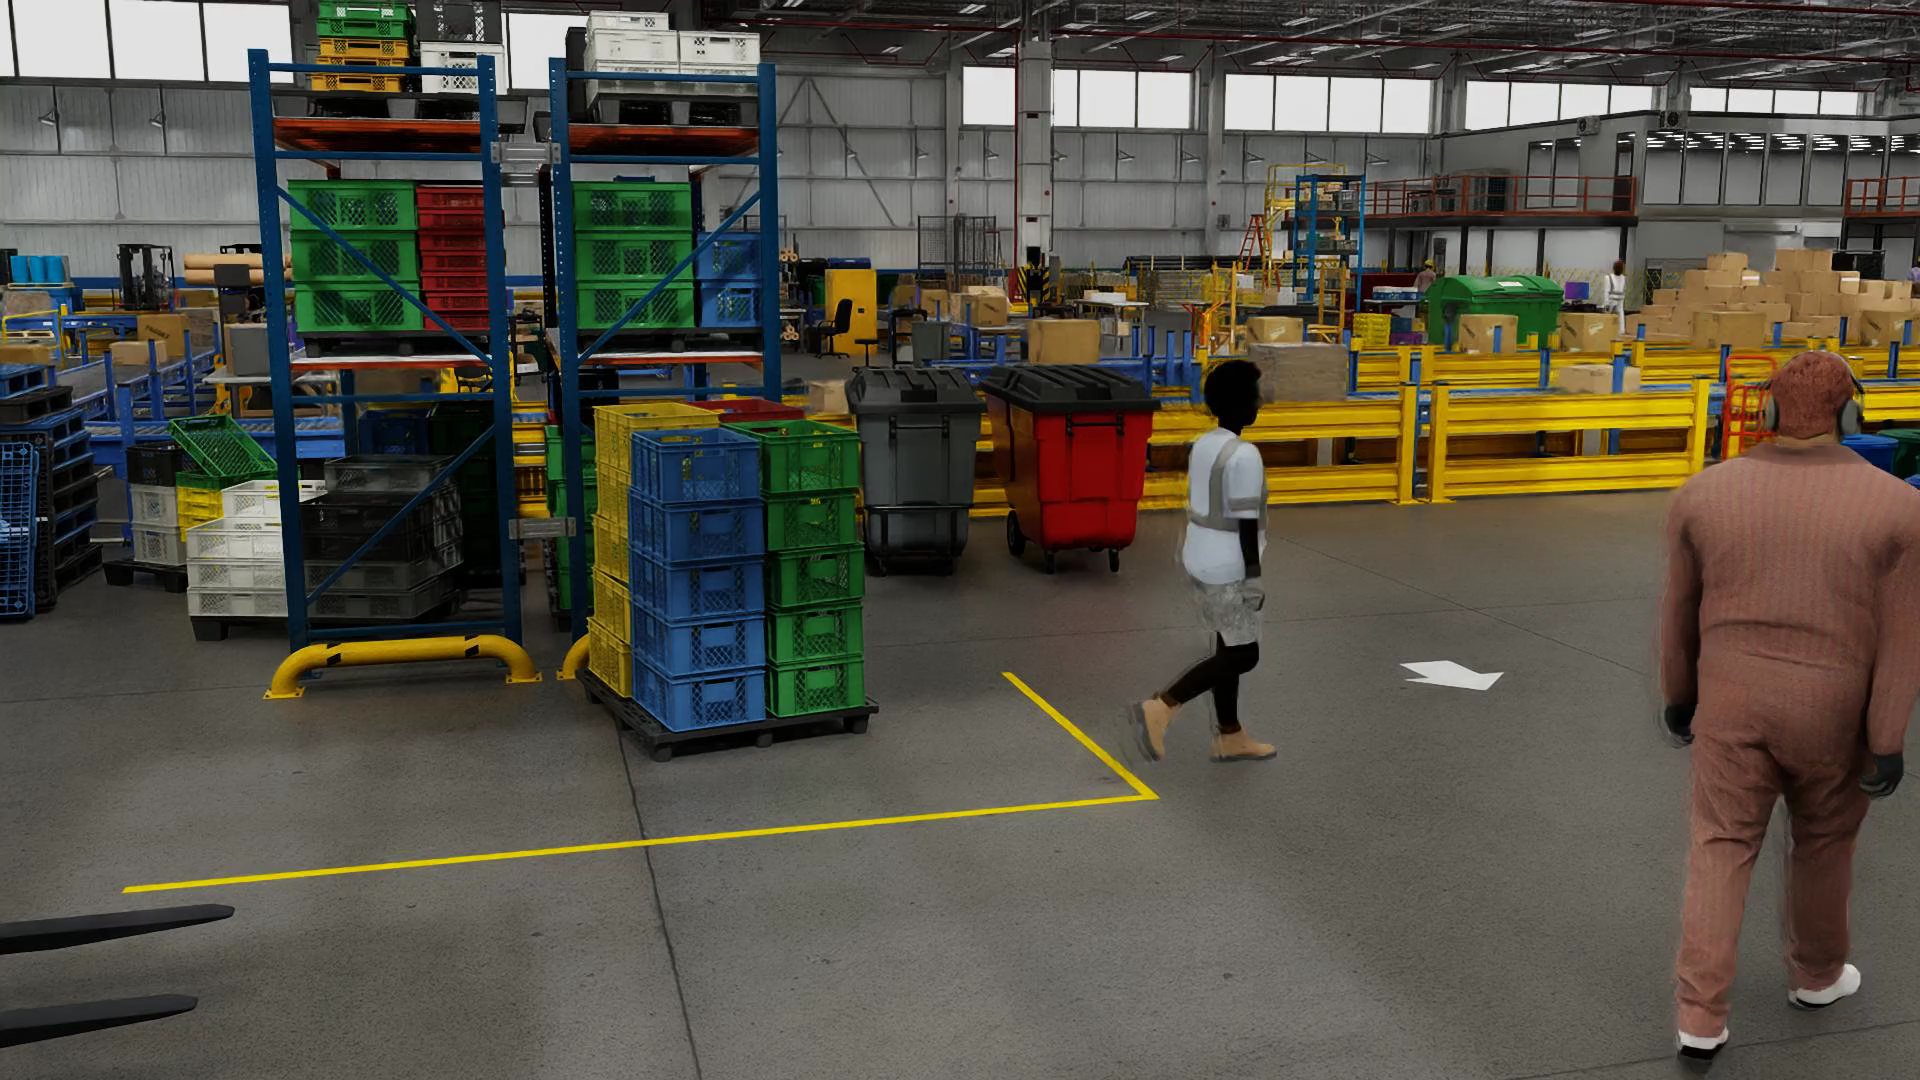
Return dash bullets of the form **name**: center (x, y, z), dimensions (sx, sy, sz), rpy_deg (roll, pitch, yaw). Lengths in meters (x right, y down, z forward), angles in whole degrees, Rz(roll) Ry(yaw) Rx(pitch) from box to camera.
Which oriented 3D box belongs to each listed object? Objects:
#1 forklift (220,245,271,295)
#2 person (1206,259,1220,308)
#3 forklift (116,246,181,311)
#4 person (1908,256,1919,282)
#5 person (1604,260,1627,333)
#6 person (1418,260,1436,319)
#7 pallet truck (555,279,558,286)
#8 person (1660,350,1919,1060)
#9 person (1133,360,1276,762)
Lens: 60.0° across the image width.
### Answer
- **forklift**: center (-17.749, -6.334, 41.440), dimensions (1.157, 1.987, 2.680), rpy_deg (-3, 10, -17)
- **person**: center (5.330, -4.998, 35.165), dimensions (0.334, 1.859, 0.534), rpy_deg (0, 10, -3)
- **forklift**: center (-19.966, -6.232, 40.894), dimensions (1.157, 1.987, 2.680), rpy_deg (-3, 10, -15)
- **person**: center (24.423, -6.297, 42.313), dimensions (0.594, 1.922, 0.375), rpy_deg (4, 11, 20)
- **person**: center (13.967, -5.050, 35.550), dimensions (0.583, 1.837, 0.999), rpy_deg (-2, 10, -12)
- **person**: center (12.708, -6.731, 45.222), dimensions (0.533, 1.767, 0.324), rpy_deg (9, 13, 41)
- **pallet truck**: center (-10.604, -6.375, 44.520), dimensions (0.653, 1.274, 1.630), rpy_deg (-3, 10, -15)
- **person**: center (2.190, 0.427, 4.431), dimensions (0.653, 1.865, 0.901), rpy_deg (8, 13, 38)
- **person**: center (1.011, 0.112, 6.692), dimensions (0.594, 1.681, 0.543), rpy_deg (-2, 10, -10)
